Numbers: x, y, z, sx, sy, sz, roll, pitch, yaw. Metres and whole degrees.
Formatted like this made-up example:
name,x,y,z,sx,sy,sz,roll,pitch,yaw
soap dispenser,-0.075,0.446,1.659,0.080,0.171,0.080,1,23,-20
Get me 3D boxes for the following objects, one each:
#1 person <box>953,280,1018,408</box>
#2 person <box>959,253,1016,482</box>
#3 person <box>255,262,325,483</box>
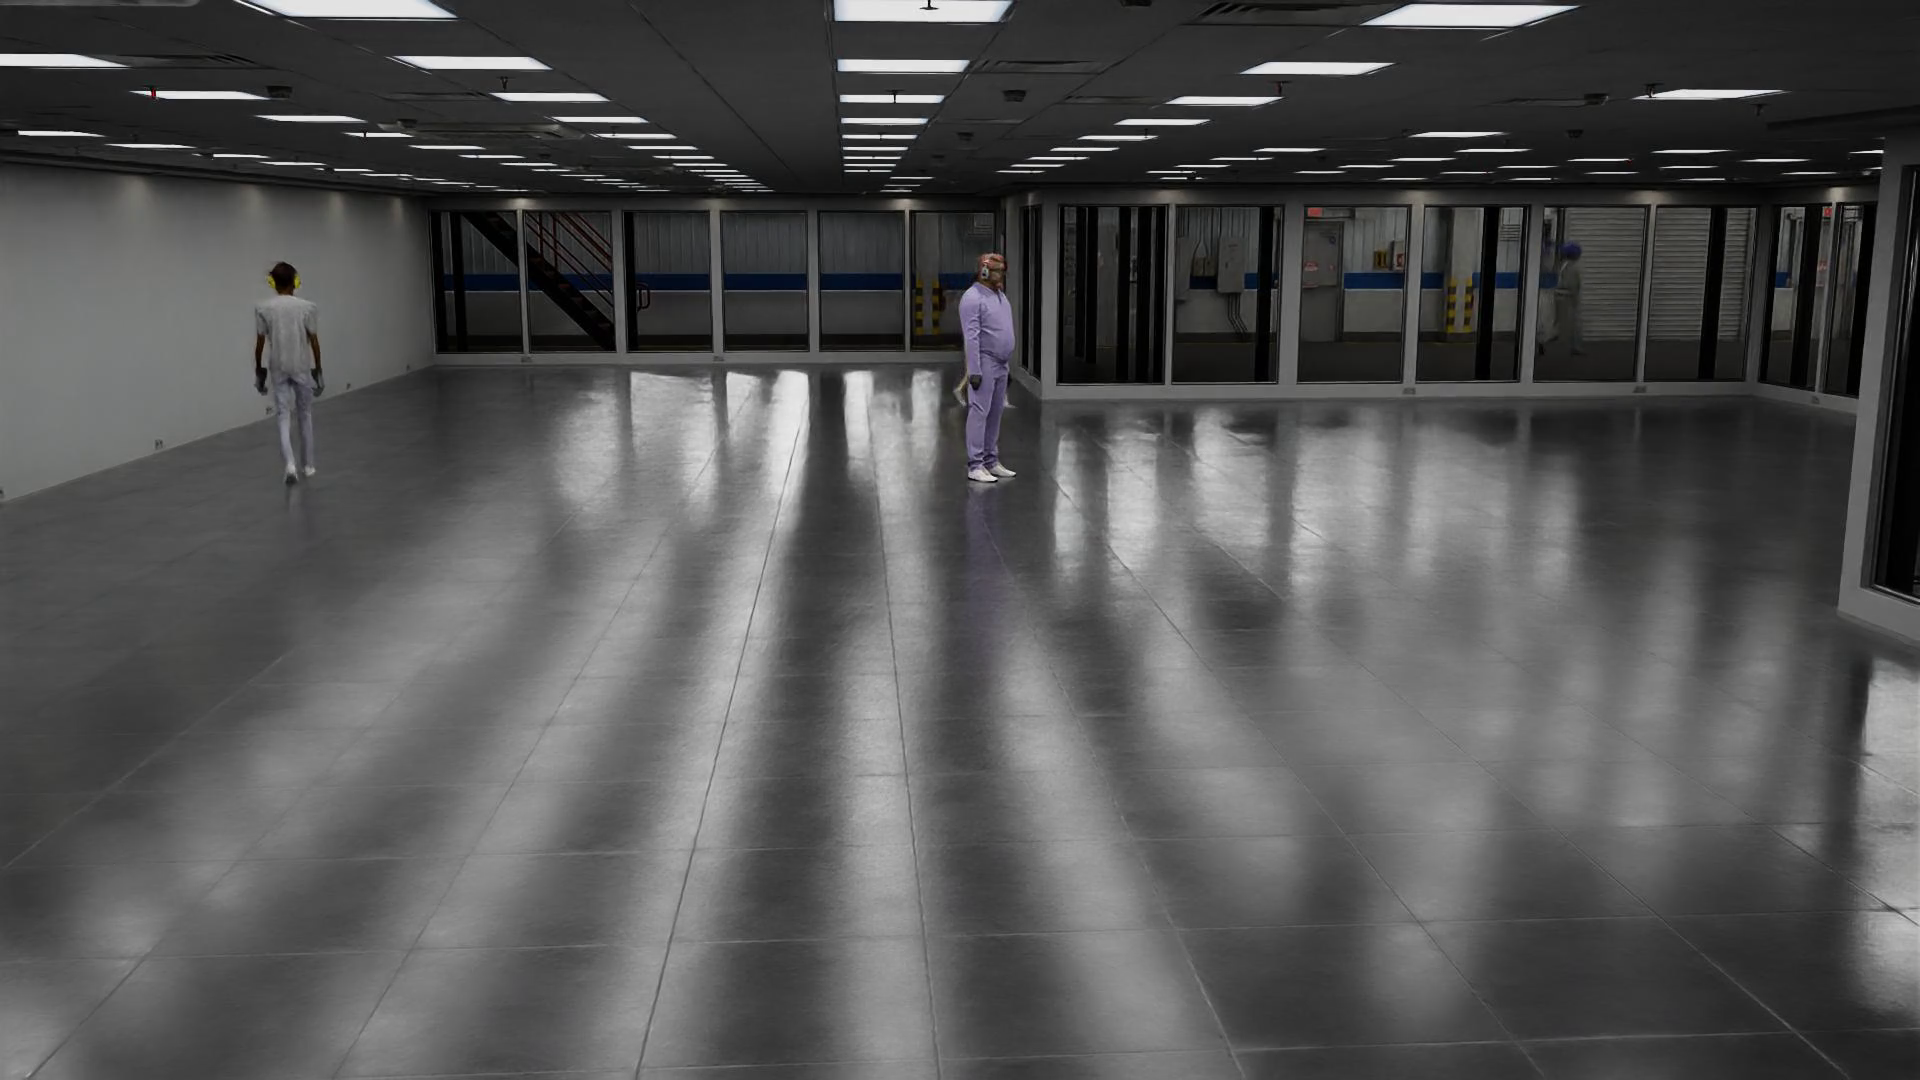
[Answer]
name,x,y,z,sx,sy,sz,roll,pitch,yaw
person,0.295,-2.365,19.781,0.747,1.605,0.501,6,12,30
person,0.257,-1.453,14.013,0.410,1.912,0.643,5,12,27
person,-5.626,-1.404,13.958,0.543,1.842,0.778,-4,11,-19
